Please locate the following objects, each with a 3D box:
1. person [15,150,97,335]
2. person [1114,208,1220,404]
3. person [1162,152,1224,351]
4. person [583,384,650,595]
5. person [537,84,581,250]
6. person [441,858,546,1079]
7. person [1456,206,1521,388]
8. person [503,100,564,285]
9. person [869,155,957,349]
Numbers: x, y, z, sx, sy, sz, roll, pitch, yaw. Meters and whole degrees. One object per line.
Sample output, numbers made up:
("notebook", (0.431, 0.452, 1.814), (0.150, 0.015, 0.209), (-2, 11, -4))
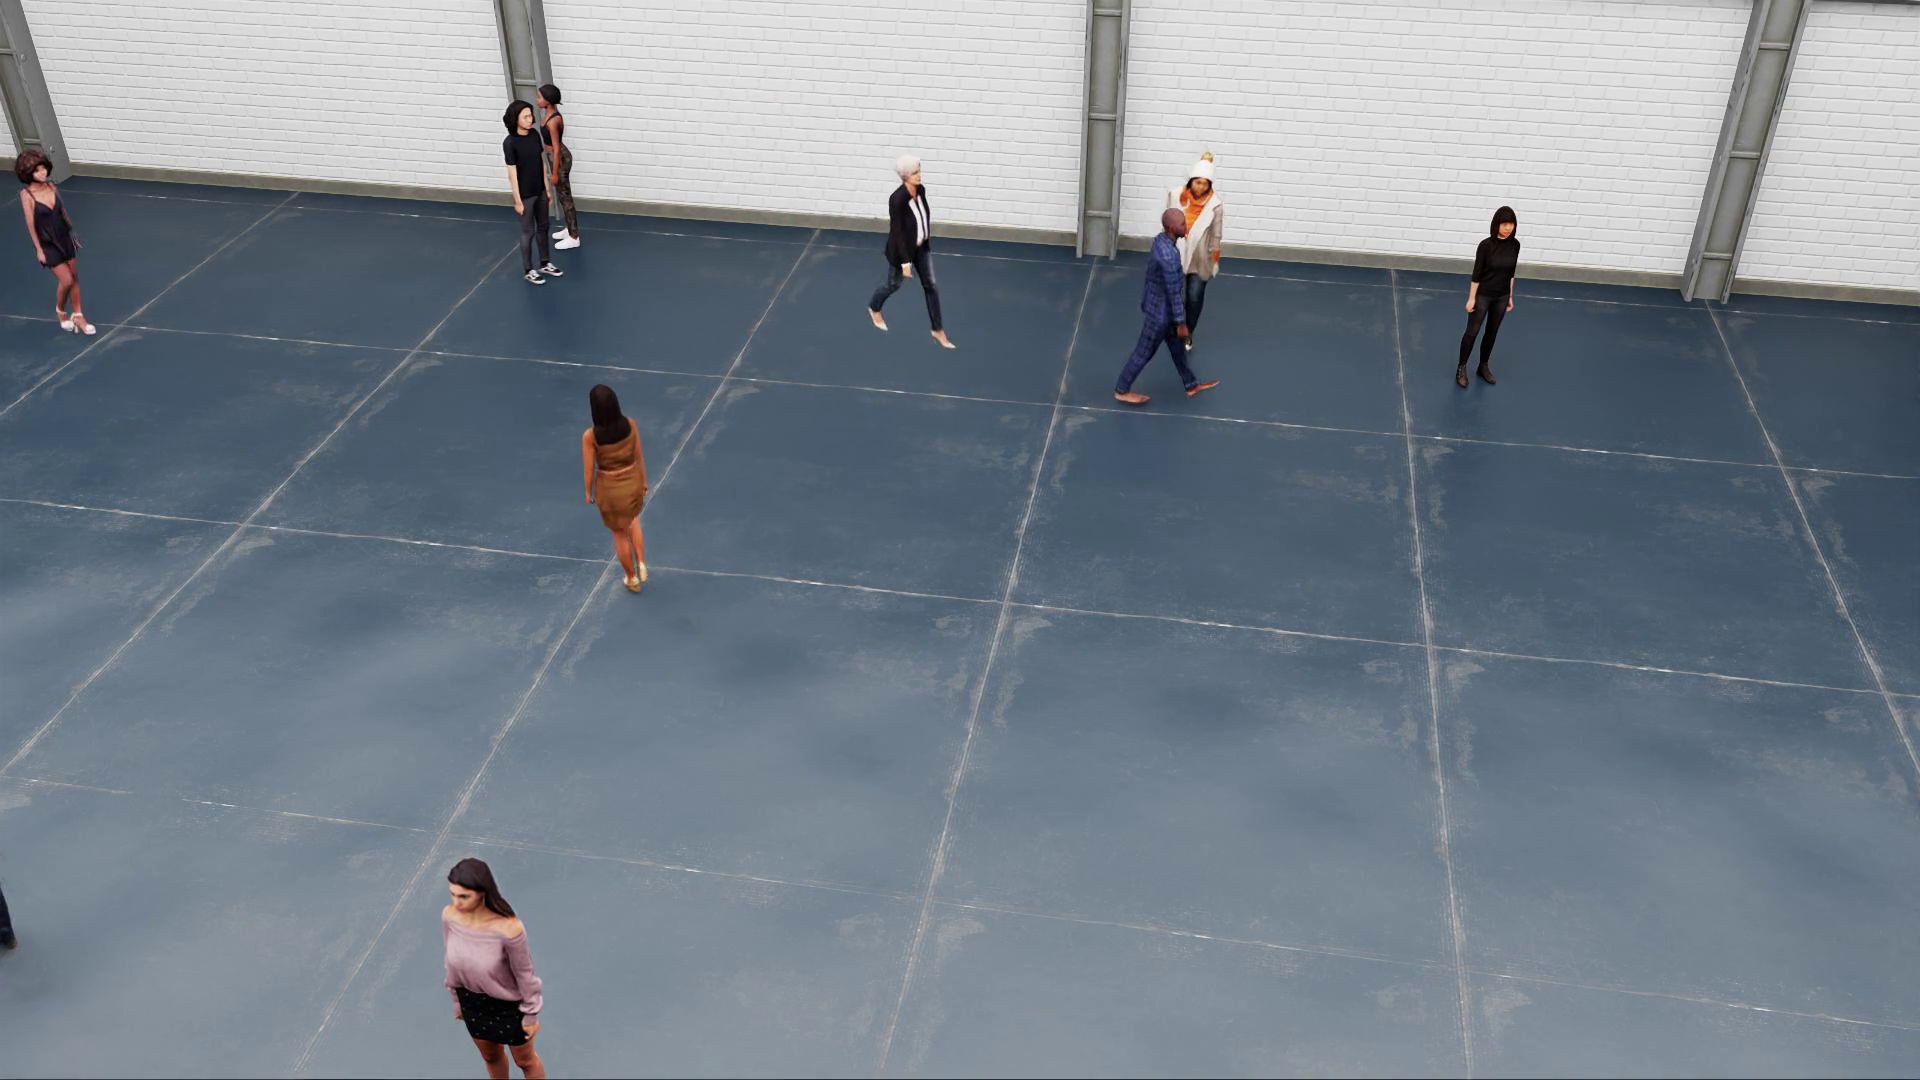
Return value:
("person", (-8.343, -2.697, 15.216), (0.661, 1.780, 0.613), (11, 35, 16))
("person", (1.623, -1.937, 14.088), (1.170, 1.765, 0.767), (2, 34, 2))
("person", (2.089, -2.654, 15.070), (0.888, 1.871, 0.876), (15, 36, 21))
("person", (-2.363, -0.306, 11.711), (0.706, 1.680, 0.763), (-22, 39, -29))
("person", (-4.097, -3.830, 16.993), (0.661, 1.700, 0.652), (-8, 34, -12))
("person", (-2.179, 2.189, 7.837), (0.492, 1.812, 0.704), (9, 35, 13))
("person", (4.620, -2.136, 14.499), (0.559, 1.641, 0.707), (-7, 34, -10))
("person", (-4.211, -3.429, 16.278), (0.641, 1.825, 0.677), (18, 38, 25))
("person", (-0.505, -2.511, 14.331), (1.206, 1.752, 1.107), (27, 42, 34))
